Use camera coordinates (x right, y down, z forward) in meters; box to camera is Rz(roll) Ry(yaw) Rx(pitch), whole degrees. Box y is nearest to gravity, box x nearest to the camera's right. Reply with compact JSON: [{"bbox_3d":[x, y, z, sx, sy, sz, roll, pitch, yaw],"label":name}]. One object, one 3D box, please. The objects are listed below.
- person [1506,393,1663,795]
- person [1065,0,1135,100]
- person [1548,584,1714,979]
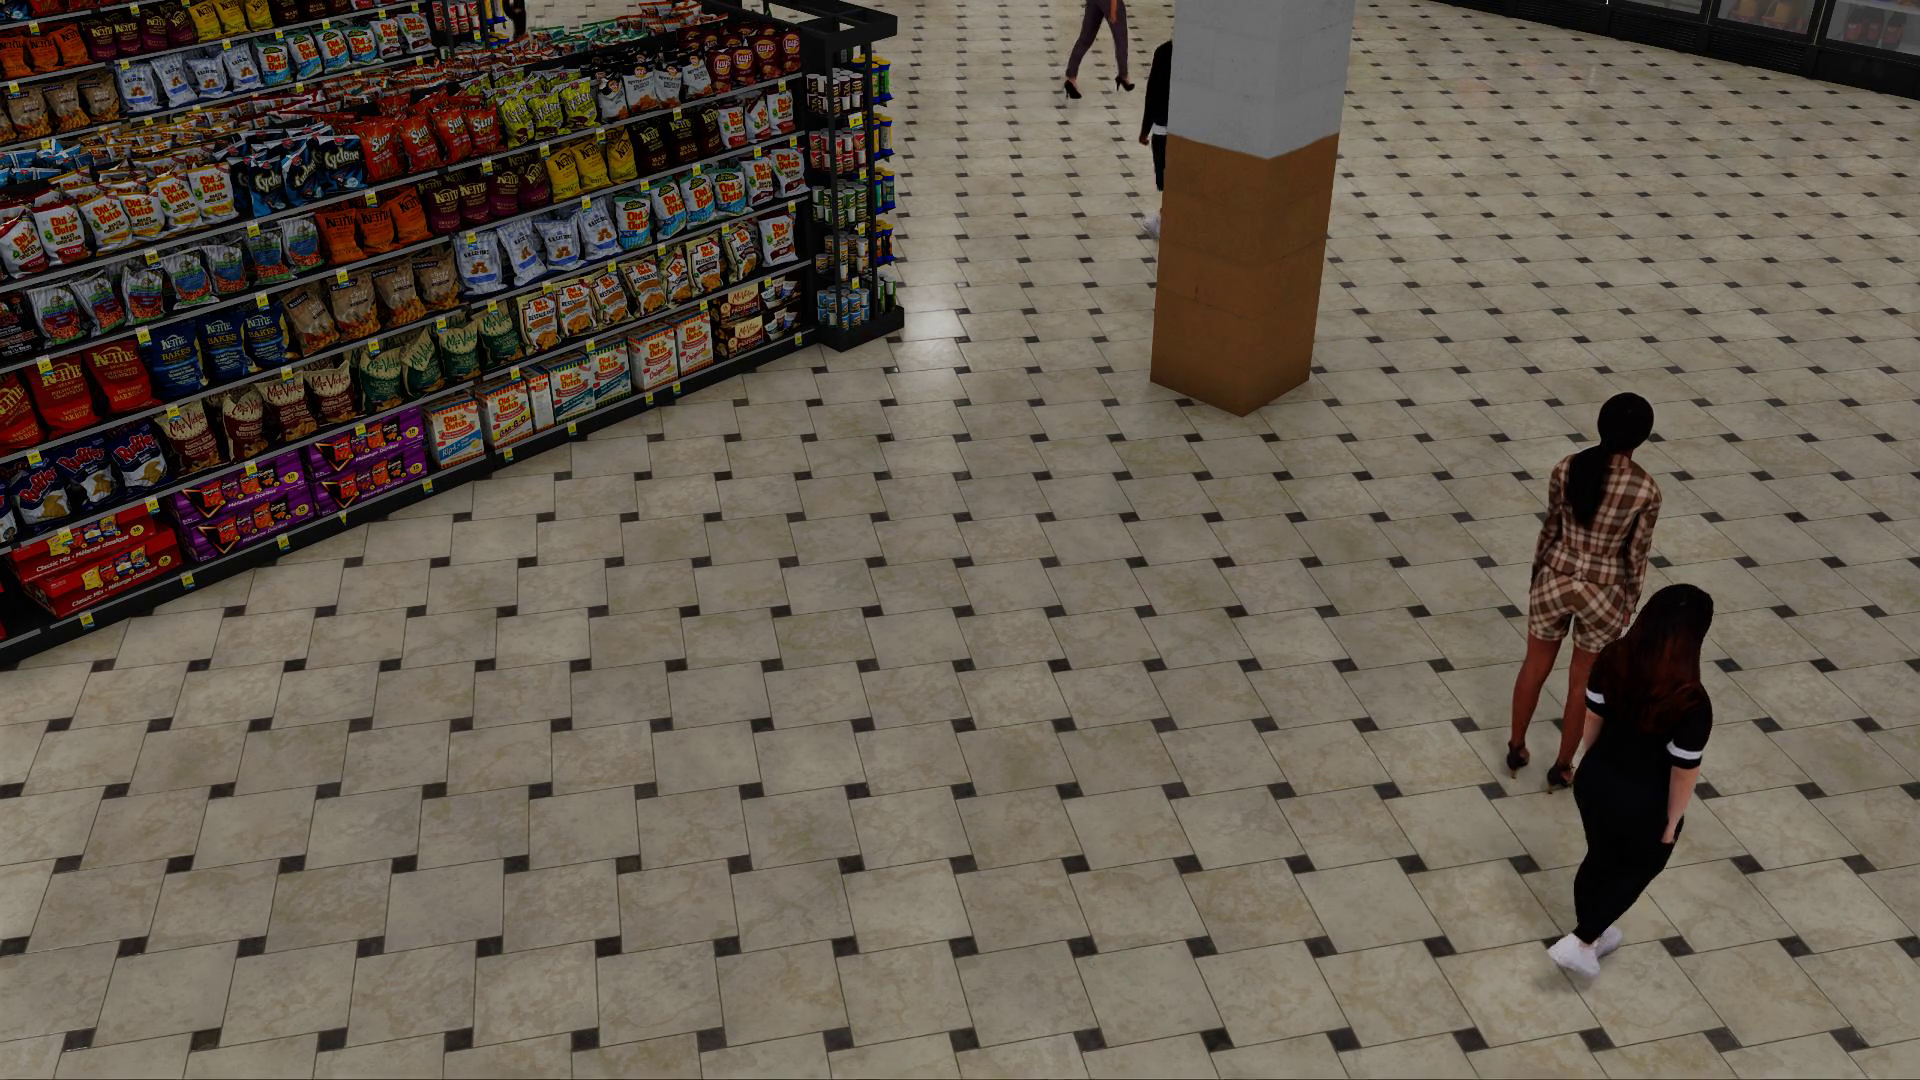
[{"bbox_3d":[2.434,0.237,6.543,0.607,1.792,0.579,22,38,31],"label":"person"},{"bbox_3d":[1.177,-4.623,14.513,1.035,1.624,0.668,-23,38,-32],"label":"person"},{"bbox_3d":[2.225,0.876,5.669,0.726,1.631,0.641,-22,38,-31],"label":"person"}]
